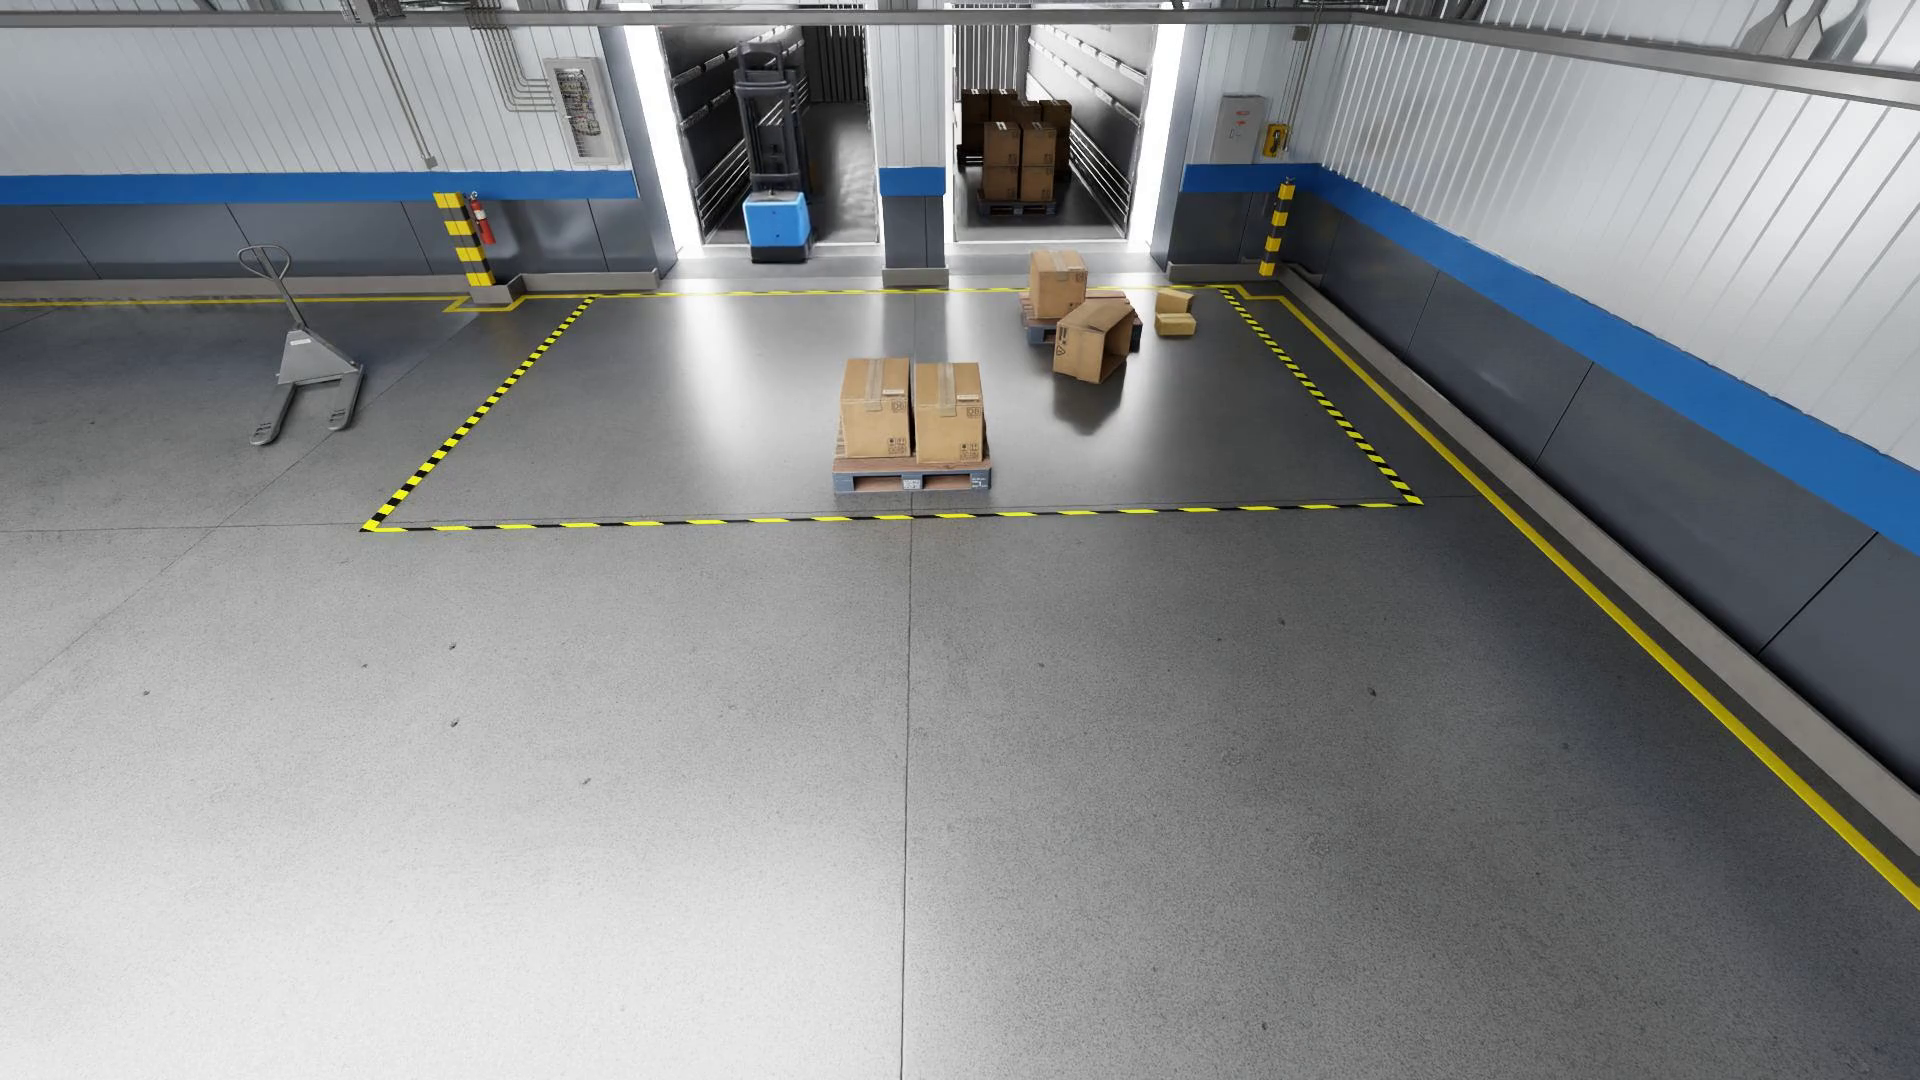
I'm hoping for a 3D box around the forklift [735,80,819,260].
[{"bbox_3d":[-2.446,-4.771,9.549,0.716,2.013,0.776,-1,38,-1],"label":"forklift"}]

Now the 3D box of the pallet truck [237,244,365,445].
[{"bbox_3d":[-5.915,-1.733,6.366,0.680,1.201,1.601,-18,42,-21],"label":"pallet truck"}]
